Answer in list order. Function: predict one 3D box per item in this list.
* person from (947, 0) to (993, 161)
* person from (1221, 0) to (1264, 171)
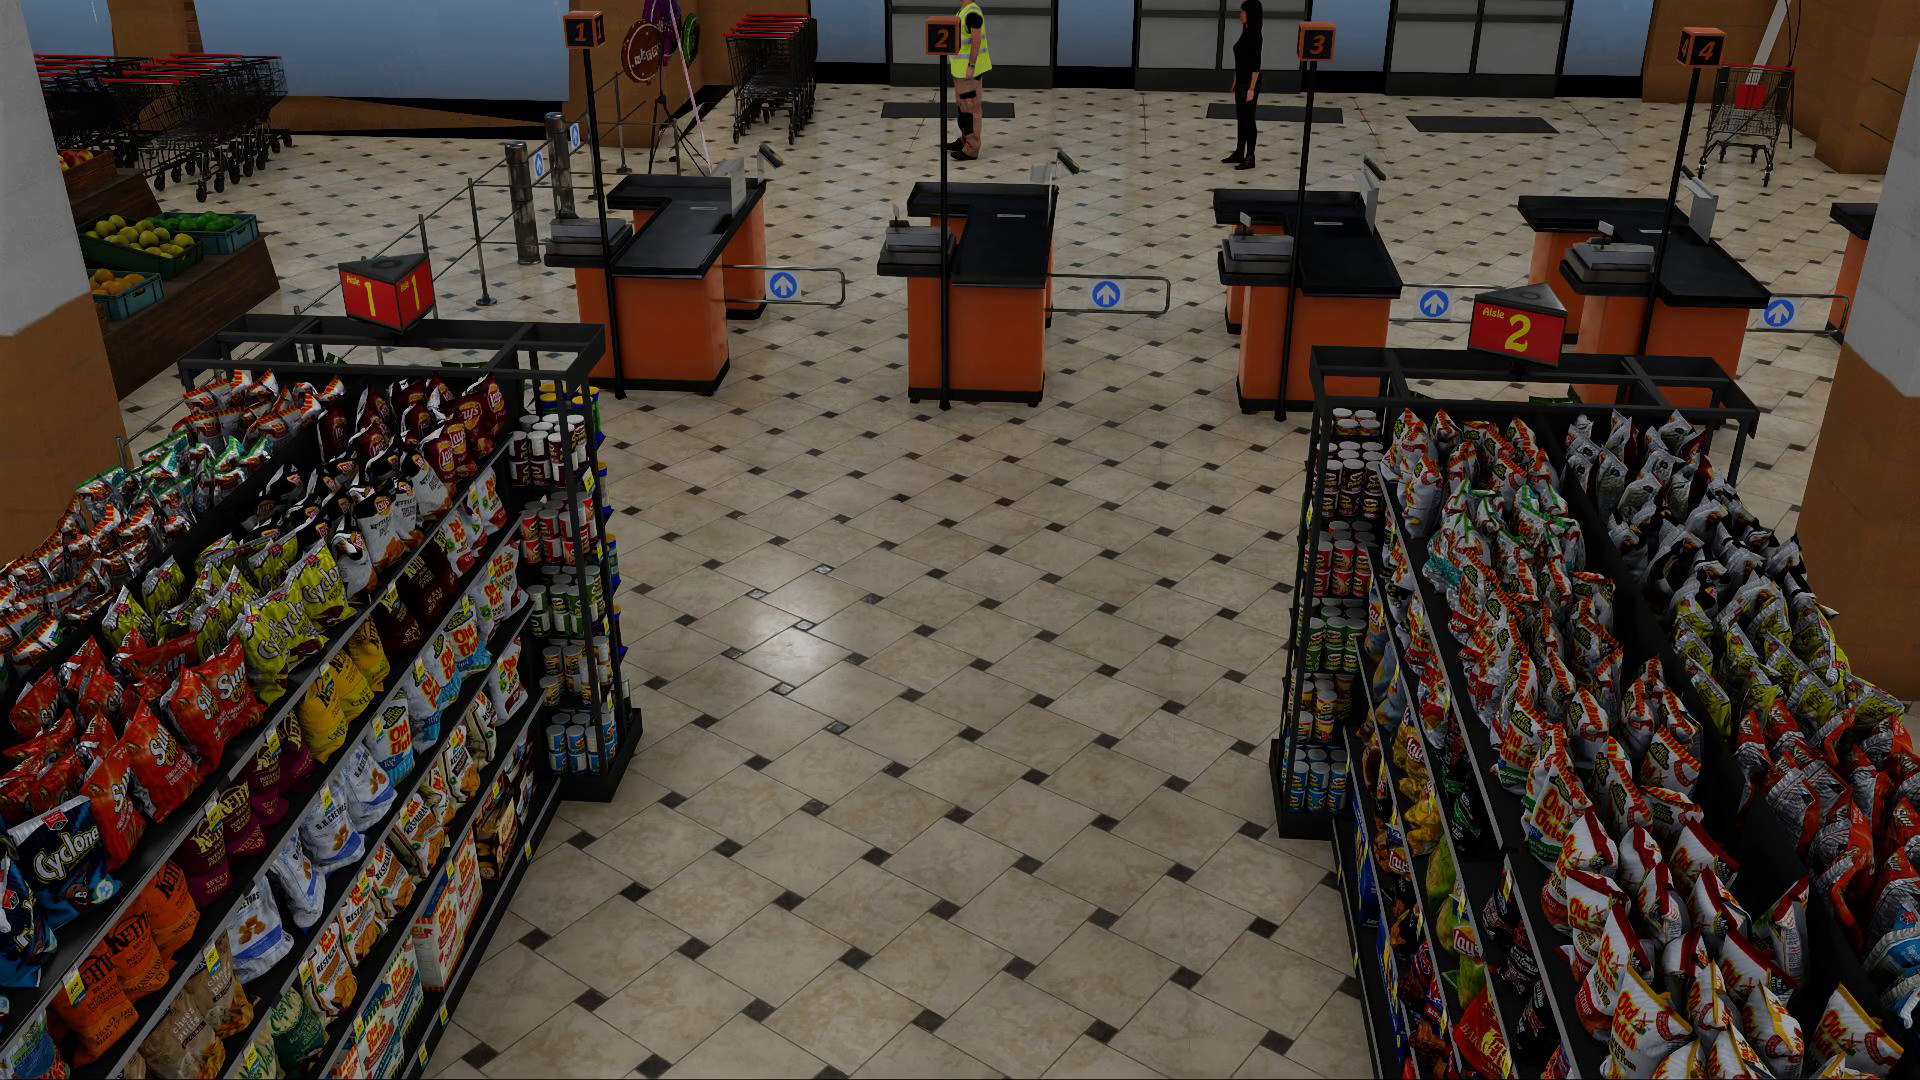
[{"bbox_3d":[0.066,-4.842,16.980,0.837,1.847,0.744,-5,27,-9],"label":"person"},{"bbox_3d":[2.890,-4.575,16.681,0.696,1.642,0.560,-8,28,-16],"label":"person"}]
